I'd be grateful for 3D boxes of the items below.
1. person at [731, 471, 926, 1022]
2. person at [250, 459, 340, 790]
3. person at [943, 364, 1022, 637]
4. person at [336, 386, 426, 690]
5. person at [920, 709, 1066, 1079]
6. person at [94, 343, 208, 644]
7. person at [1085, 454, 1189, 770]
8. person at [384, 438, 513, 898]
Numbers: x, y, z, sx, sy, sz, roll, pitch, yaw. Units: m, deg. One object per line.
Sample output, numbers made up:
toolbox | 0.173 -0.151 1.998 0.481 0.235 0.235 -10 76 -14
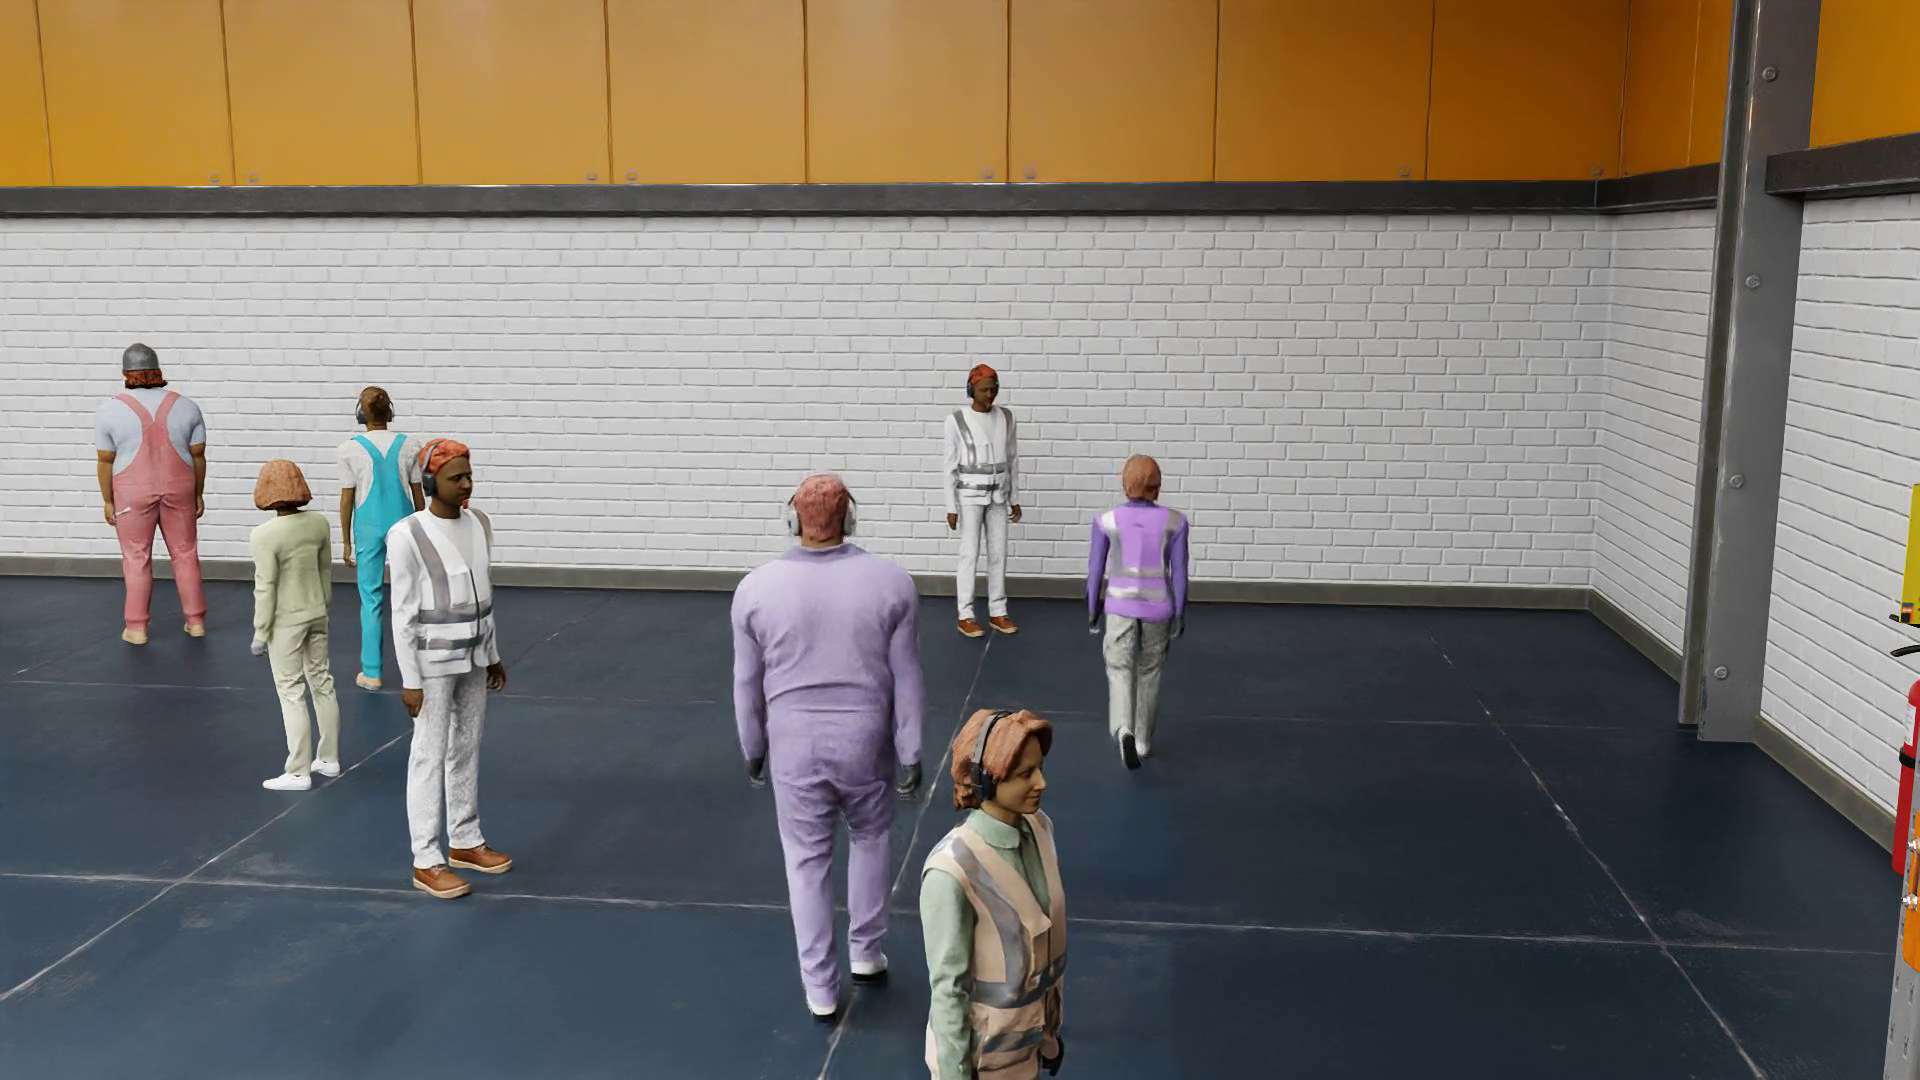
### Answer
person | -0.455 0.697 5.827 0.660 1.887 0.643 -1 10 -3
person | -3.285 0.416 8.196 0.284 1.633 0.497 3 11 19
person | 0.152 -0.271 11.438 0.588 1.876 0.353 -6 12 -31
person | -3.488 -0.012 10.083 0.502 1.837 0.350 -6 12 -31
person | 0.081 1.181 3.797 0.309 1.641 0.513 5 11 27
person | -5.492 -0.332 11.315 0.684 2.000 0.536 -7 12 -36
person | 0.904 0.380 8.474 0.528 1.620 0.676 1 10 3
person | -2.112 0.517 6.909 0.354 1.881 0.576 4 11 24
